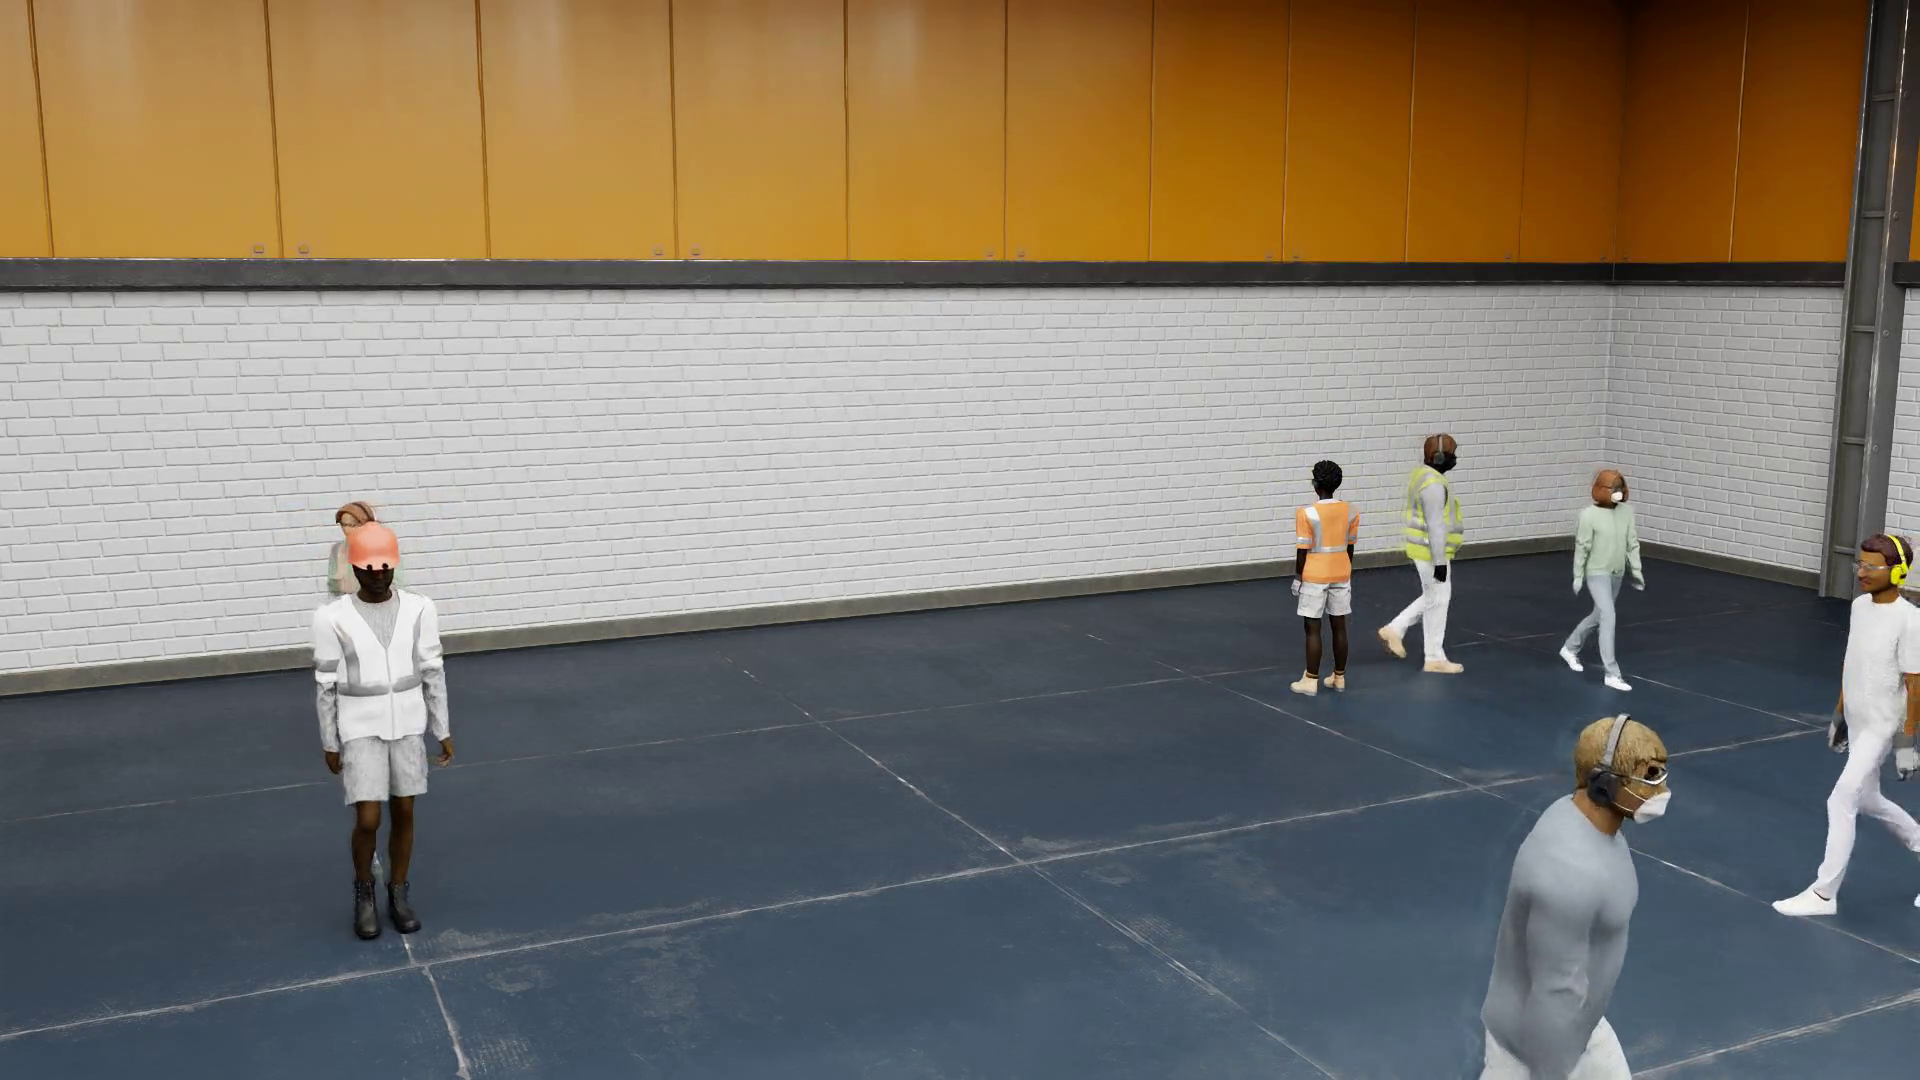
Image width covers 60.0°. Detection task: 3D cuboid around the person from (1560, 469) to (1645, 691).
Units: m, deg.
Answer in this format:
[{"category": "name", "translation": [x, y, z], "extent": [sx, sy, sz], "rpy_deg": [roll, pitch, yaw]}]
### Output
[{"category": "person", "translation": [4.761, 0.255, 12.358], "extent": [0.499, 1.599, 0.801], "rpy_deg": [-4, 10, -26]}]

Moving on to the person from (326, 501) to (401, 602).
[{"category": "person", "translation": [-3.716, 0.555, 10.413], "extent": [0.547, 1.621, 0.385], "rpy_deg": [4, 10, 24]}]

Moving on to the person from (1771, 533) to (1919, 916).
[{"category": "person", "translation": [4.325, 0.869, 7.794], "extent": [0.866, 1.840, 0.521], "rpy_deg": [0, 9, 1]}]

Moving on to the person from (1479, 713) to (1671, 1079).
[{"category": "person", "translation": [1.553, 1.364, 4.634], "extent": [1.005, 1.891, 0.629], "rpy_deg": [6, 11, 31]}]

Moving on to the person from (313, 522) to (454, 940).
[{"category": "person", "translation": [-2.598, 0.869, 7.557], "extent": [0.552, 1.923, 0.469], "rpy_deg": [-7, 11, -36]}]

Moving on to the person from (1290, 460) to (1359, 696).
[{"category": "person", "translation": [2.608, 0.272, 11.945], "extent": [0.529, 1.697, 0.318], "rpy_deg": [-4, 10, -25]}]

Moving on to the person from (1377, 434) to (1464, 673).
[{"category": "person", "translation": [3.541, 0.102, 12.598], "extent": [0.543, 1.827, 0.632], "rpy_deg": [2, 9, 11]}]
